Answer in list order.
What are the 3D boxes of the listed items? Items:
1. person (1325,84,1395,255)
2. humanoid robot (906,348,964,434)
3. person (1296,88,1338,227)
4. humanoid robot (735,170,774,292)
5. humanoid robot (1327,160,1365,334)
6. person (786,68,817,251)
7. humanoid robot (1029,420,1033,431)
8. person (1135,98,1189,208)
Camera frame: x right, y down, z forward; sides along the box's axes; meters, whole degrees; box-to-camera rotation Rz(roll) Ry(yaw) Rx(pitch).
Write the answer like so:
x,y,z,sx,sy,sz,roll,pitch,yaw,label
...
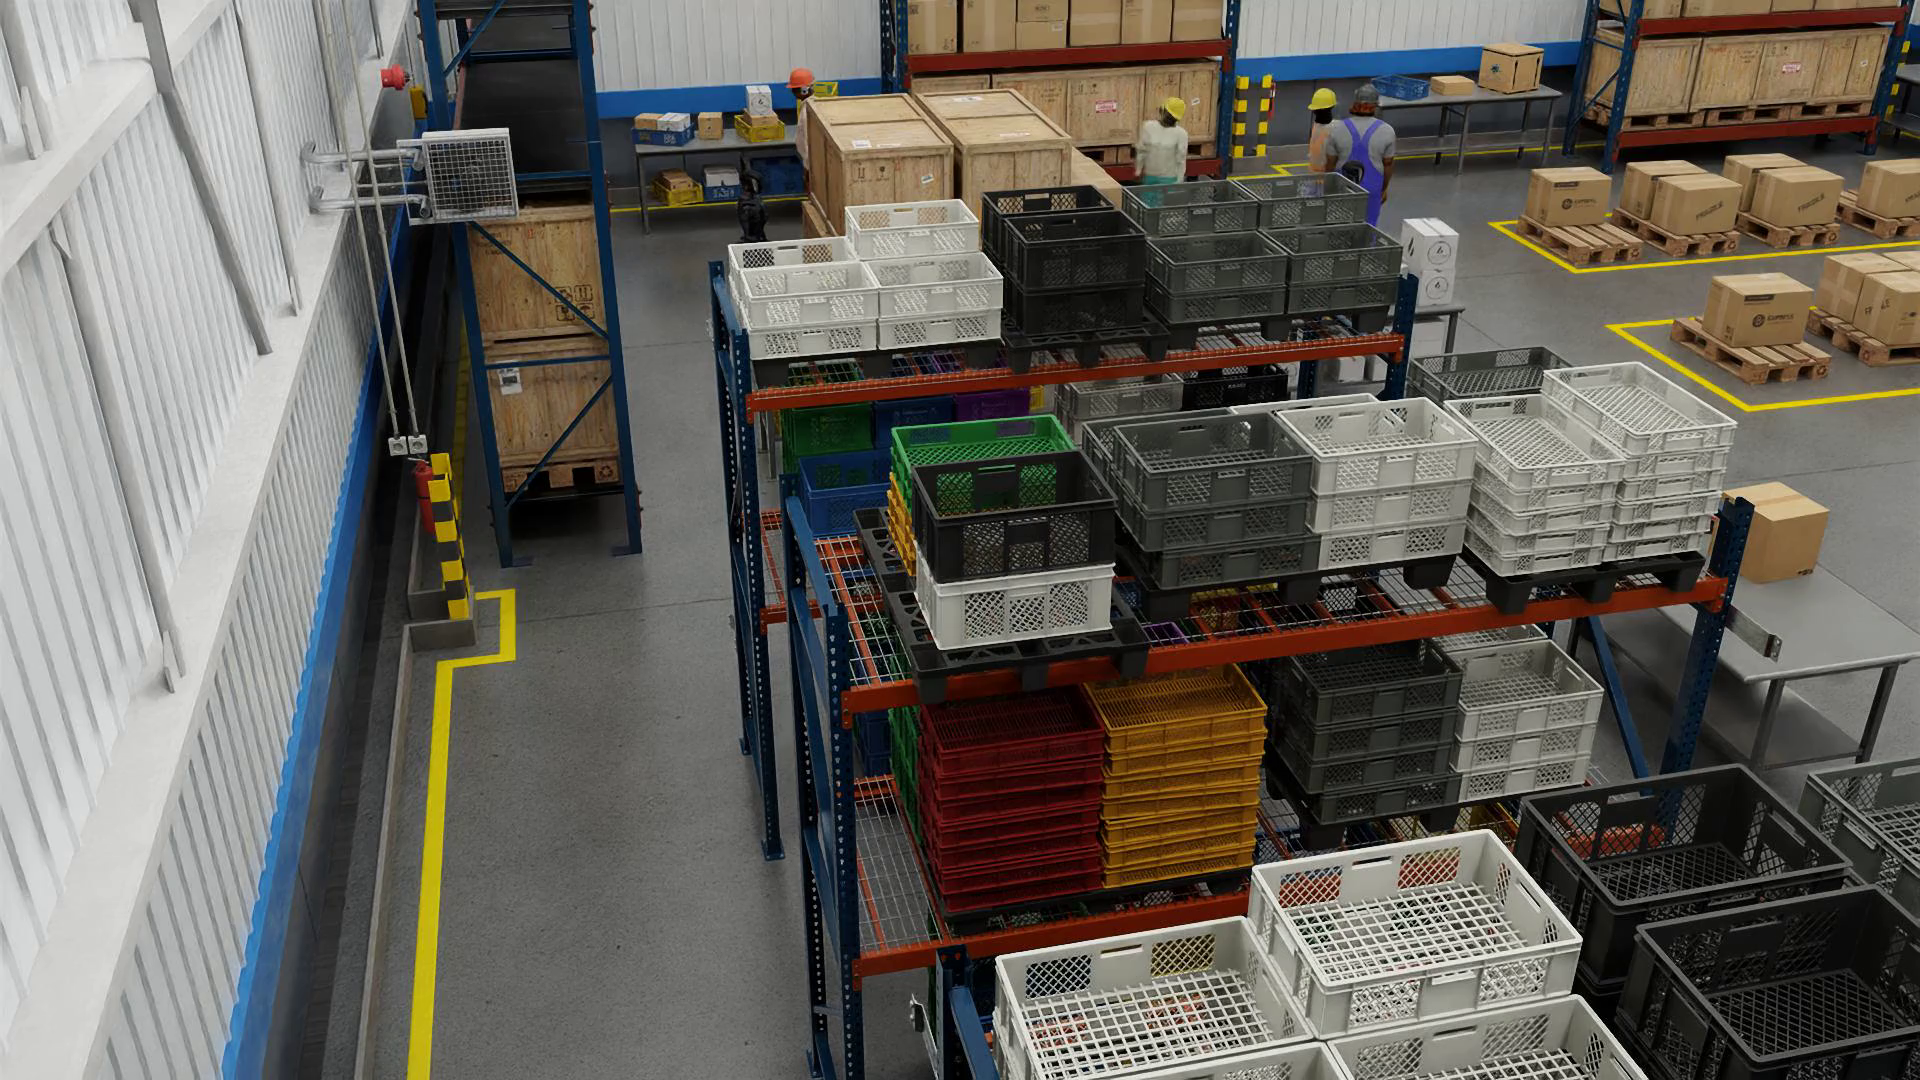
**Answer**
x,y,z,sx,sy,sz,roll,pitch,yaw,label
4.081,-3.664,17.100,0.677,2.000,0.537,7,29,13,person
-0.143,-0.938,12.307,0.570,1.651,0.360,-22,35,-36,humanoid robot
3.772,-3.794,17.487,0.465,1.902,0.606,-8,29,-14,person
-1.904,-2.625,15.499,0.324,1.658,0.602,4,28,7,humanoid robot
3.618,-2.789,15.826,0.330,1.650,0.580,3,28,6,humanoid robot
-1.630,-4.112,18.026,0.430,1.977,0.600,1,28,1,person
0.335,-0.045,10.618,0.334,1.651,0.579,-18,33,-30,humanoid robot
2.187,-3.896,17.881,0.630,1.725,0.327,15,32,27,person
